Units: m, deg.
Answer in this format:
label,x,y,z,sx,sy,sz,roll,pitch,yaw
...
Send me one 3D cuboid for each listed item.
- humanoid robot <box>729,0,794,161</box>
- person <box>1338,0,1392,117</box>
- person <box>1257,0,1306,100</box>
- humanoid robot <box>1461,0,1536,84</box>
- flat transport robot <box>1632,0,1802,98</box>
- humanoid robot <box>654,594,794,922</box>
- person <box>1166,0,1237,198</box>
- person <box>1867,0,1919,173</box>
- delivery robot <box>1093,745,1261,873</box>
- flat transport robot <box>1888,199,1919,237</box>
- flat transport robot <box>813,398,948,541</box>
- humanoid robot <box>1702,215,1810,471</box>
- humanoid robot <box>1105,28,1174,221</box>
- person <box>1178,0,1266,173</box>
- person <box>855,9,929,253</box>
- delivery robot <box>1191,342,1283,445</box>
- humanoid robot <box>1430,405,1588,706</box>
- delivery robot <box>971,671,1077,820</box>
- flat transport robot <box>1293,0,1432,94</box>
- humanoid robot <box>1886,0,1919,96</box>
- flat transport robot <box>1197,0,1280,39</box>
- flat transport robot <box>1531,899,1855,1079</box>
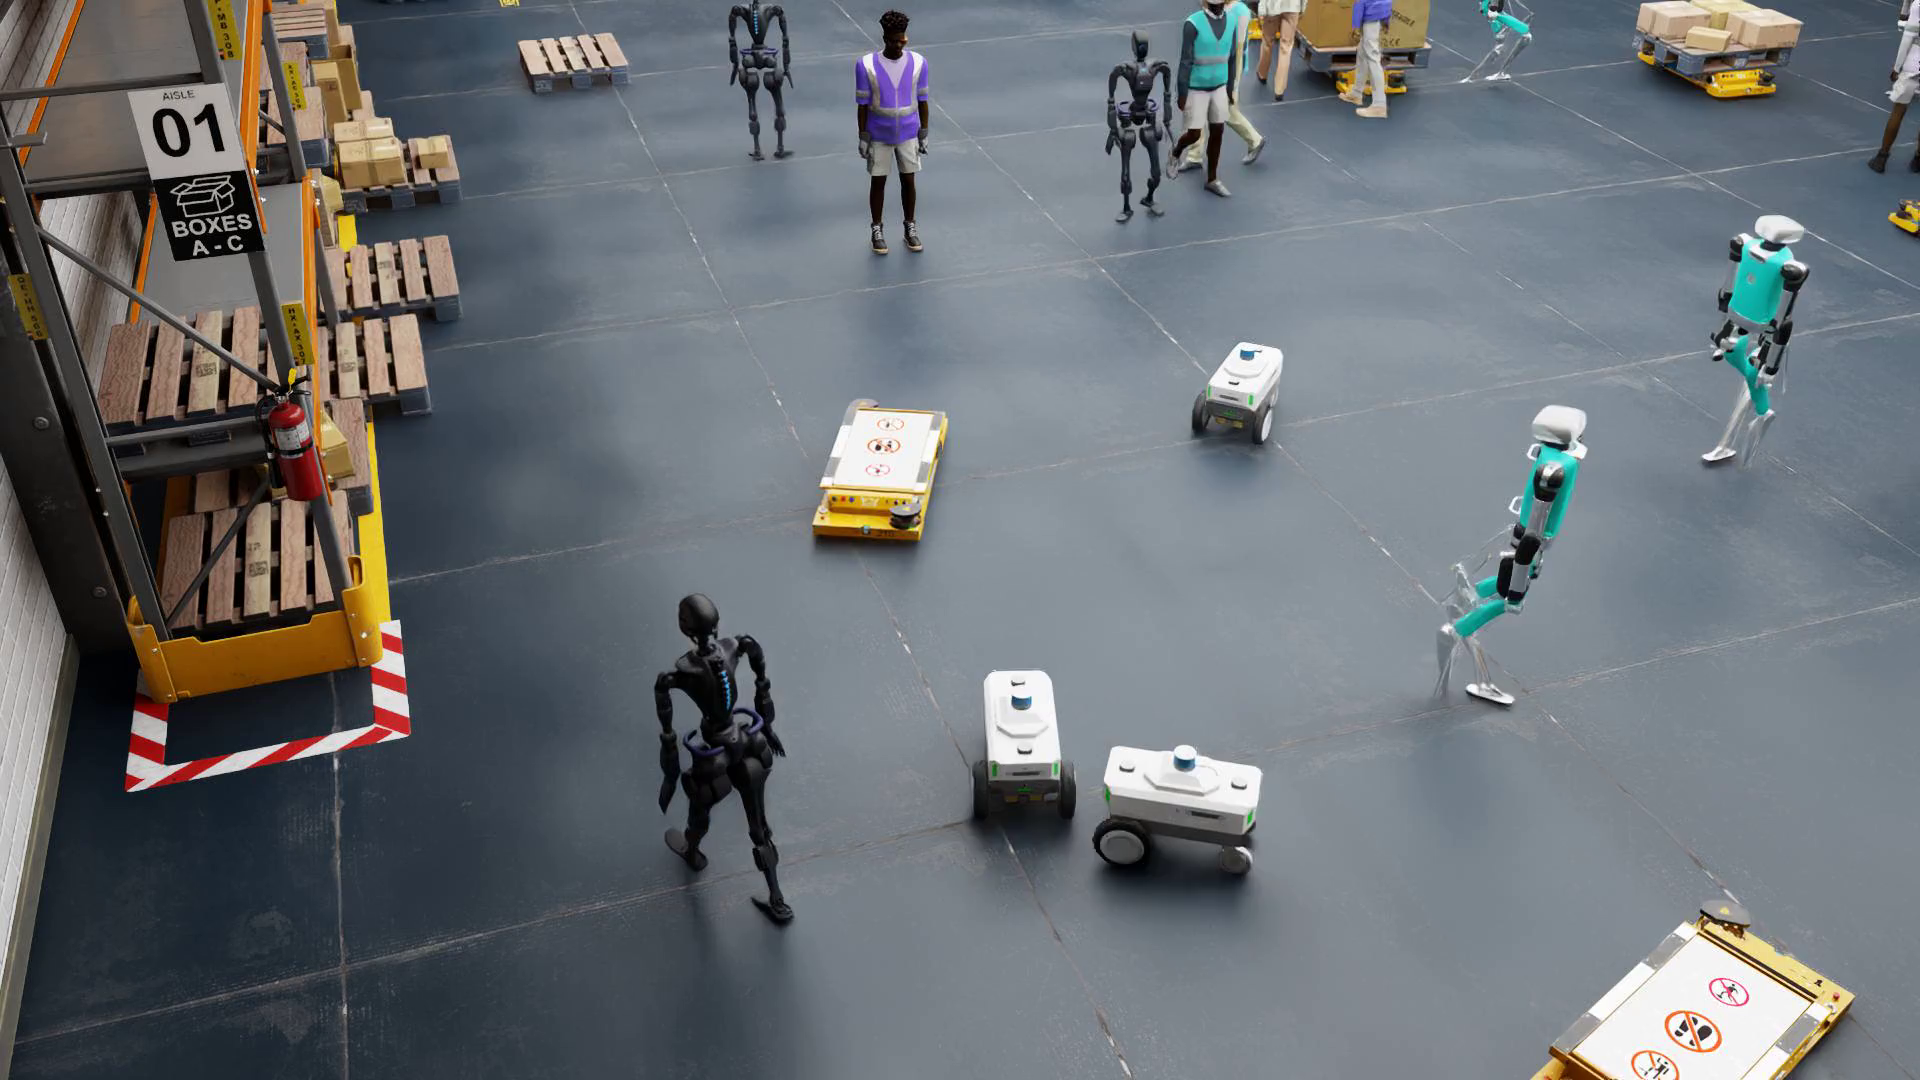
label,x,y,z,sx,sy,sz,roll,pitch,yaw
humanoid robot,-1.822,-4.303,15.173,0.587,1.650,0.373,0,33,0
person,4.060,-5.101,16.280,0.474,1.822,0.685,-28,42,-36
person,3.245,-5.350,16.811,0.486,1.635,0.789,3,33,4
humanoid robot,5.572,-5.466,16.912,0.789,1.791,0.545,2,33,3
flat transport robot,7.840,-4.973,17.485,0.659,0.231,1.431,-8,34,-13
humanoid robot,-1.049,0.903,7.223,0.614,1.623,0.772,-25,41,-33
person,2.103,-3.936,14.385,0.593,1.919,0.541,-13,35,-19
person,8.631,-4.234,14.852,0.555,1.925,0.458,9,34,14
delivery robot,1.027,1.211,7.731,0.772,0.586,0.499,7,34,11
flat transport robot,8.449,-2.482,13.665,0.659,0.231,1.431,-10,35,-15
flat transport robot,-0.485,-0.464,10.569,0.659,0.231,1.431,4,33,5
humanoid robot,5.026,-1.157,10.389,0.715,1.891,0.555,-14,36,-20
humanoid robot,1.495,-3.477,13.902,0.588,1.641,0.405,-6,34,-9
person,2.393,-4.204,14.896,0.837,1.813,0.576,-17,37,-24
person,-0.529,-3.260,13.316,0.602,1.958,0.375,-8,34,-12
delivery robot,1.894,-1.007,11.153,0.499,0.608,0.786,15,36,21
humanoid robot,2.642,0.127,8.407,0.715,1.879,0.532,16,36,23
delivery robot,0.297,0.994,8.089,0.499,0.613,0.807,-1,33,-1
flat transport robot,4.166,-5.000,17.527,0.659,0.231,1.431,-3,33,-5
humanoid robot,9.634,-5.218,16.424,0.530,1.693,0.746,-21,39,-29
flat transport robot,3.318,-6.041,19.123,0.659,0.231,1.431,-6,34,-8
flat transport robot,2.987,2.022,6.757,1.431,0.231,0.659,-25,41,-33
